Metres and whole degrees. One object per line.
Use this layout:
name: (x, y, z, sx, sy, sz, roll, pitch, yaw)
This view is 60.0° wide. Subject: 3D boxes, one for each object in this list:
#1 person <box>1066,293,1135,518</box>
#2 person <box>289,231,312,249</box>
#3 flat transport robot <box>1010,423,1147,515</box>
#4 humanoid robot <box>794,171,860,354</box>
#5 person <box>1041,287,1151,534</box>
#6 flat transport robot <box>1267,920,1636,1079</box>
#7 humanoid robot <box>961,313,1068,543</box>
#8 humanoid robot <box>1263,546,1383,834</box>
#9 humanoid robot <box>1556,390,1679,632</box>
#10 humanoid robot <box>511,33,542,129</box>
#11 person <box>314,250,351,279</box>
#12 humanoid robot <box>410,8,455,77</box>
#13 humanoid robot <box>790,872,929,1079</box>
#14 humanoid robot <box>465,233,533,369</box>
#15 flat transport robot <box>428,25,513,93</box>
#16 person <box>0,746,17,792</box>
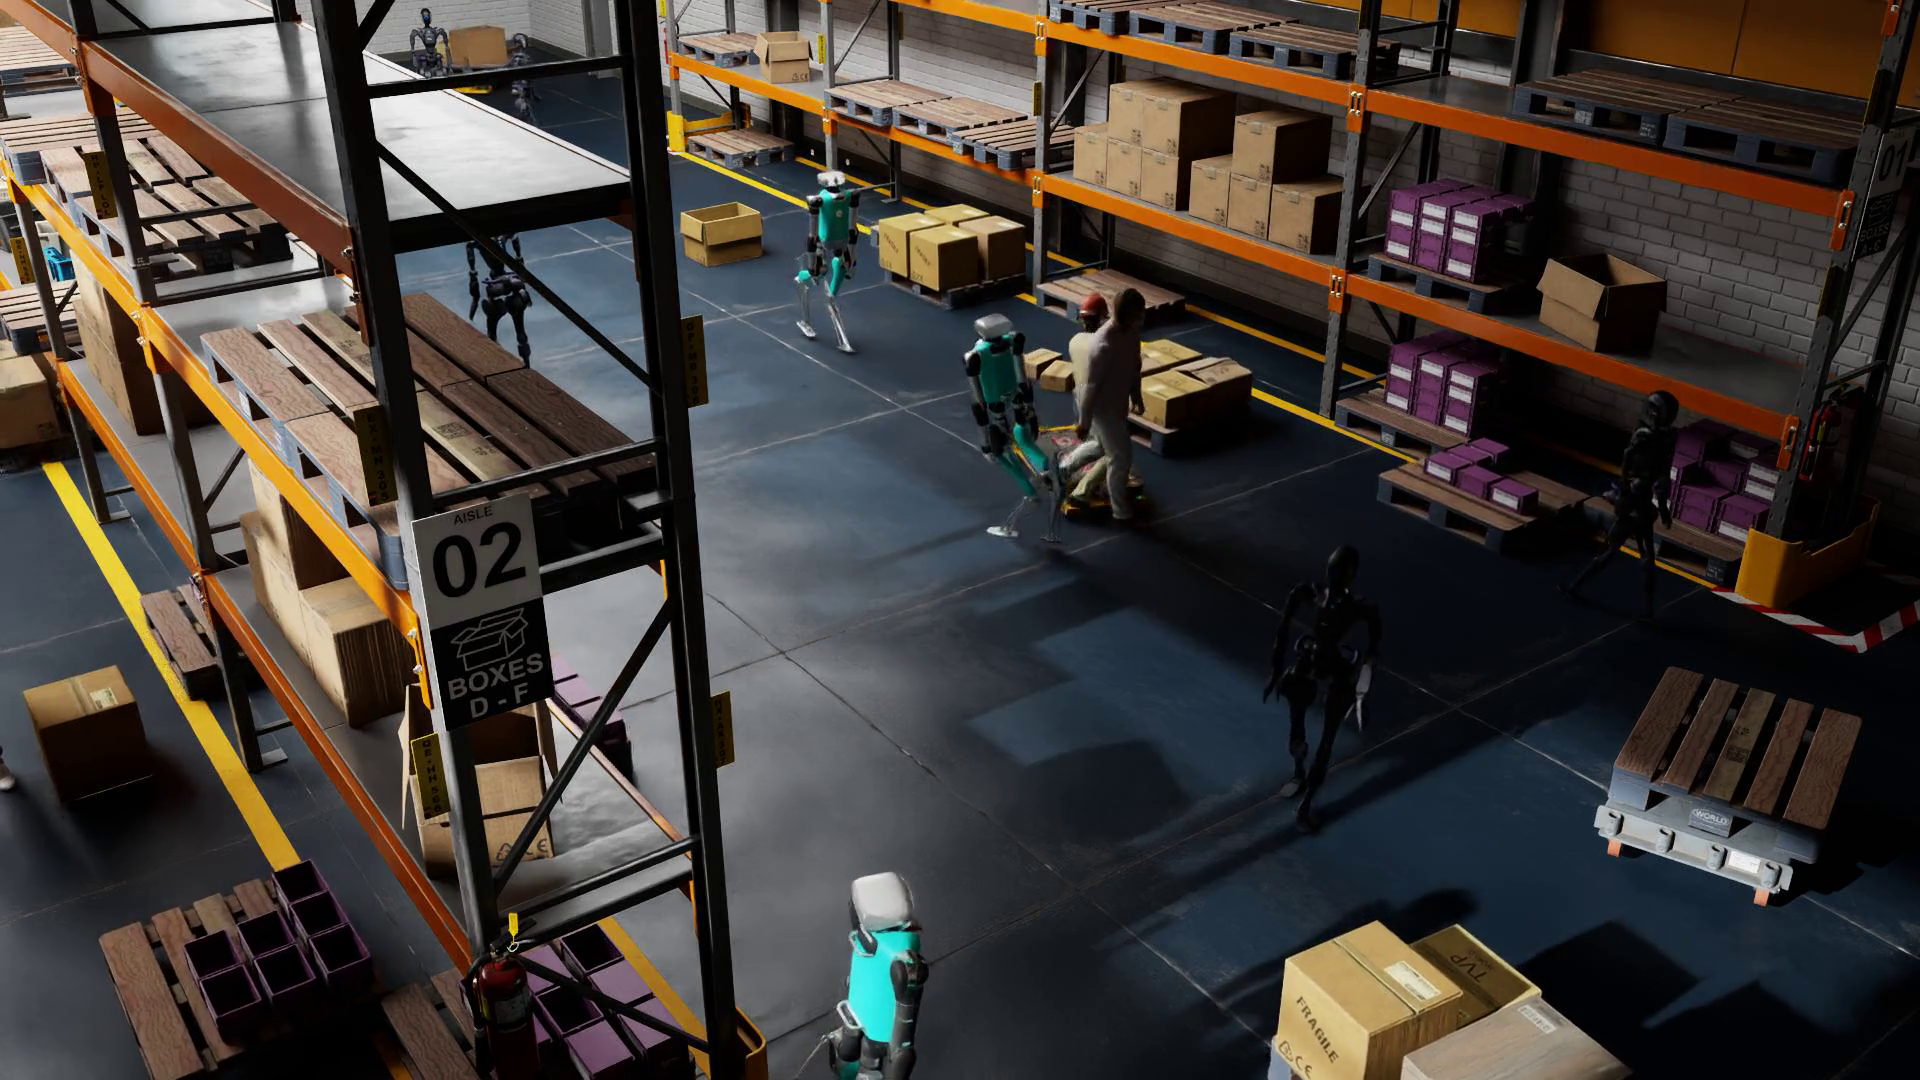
person: (1.065, -0.974, 12.323, 0.539, 1.709, 0.607, -7, 27, -13)
person: (-6.191, -2.732, 15.933, 0.513, 1.599, 0.733, 10, 28, 18)
flat transport robot: (0.911, -0.593, 13.168, 0.659, 0.231, 1.431, -8, 28, -15)
humanoid robot: (-1.332, -2.650, 15.677, 0.530, 1.770, 1.006, -18, 32, -32)
person: (1.004, -0.989, 12.151, 0.900, 1.893, 0.672, 14, 30, 26)
flat transport robot: (2.085, 2.517, 6.980, 1.431, 0.231, 0.659, -14, 30, -26)
humanoid robot: (0.474, -0.657, 11.680, 0.618, 1.756, 0.898, -21, 34, -36)
humanoid robot: (1.912, 0.768, 8.897, 0.594, 1.641, 0.595, 12, 29, 22)
humanoid robot: (4.421, -0.220, 10.911, 0.588, 1.628, 0.780, -19, 32, -33)
humanoid robot: (-5.893, -5.960, 22.350, 0.755, 1.645, 0.588, 1, 27, 2)
person: (-5.110, -1.904, 13.903, 0.488, 1.953, 0.417, 4, 27, 7)
humanoid robot: (-7.566, -6.780, 23.890, 0.599, 1.657, 0.315, -12, 29, -22)
humanoid robot: (-0.502, 2.122, 6.242, 0.792, 1.852, 0.540, -12, 29, -22)
humanoid robot: (-4.068, -2.183, 14.762, 0.463, 1.641, 0.600, 23, 34, 37)
flat transport robot: (-7.723, -7.383, 26.673, 0.659, 0.231, 1.431, 0, 27, 1)
person: (-5.586, 0.583, 9.015, 0.642, 1.901, 0.404, -18, 32, -32)
